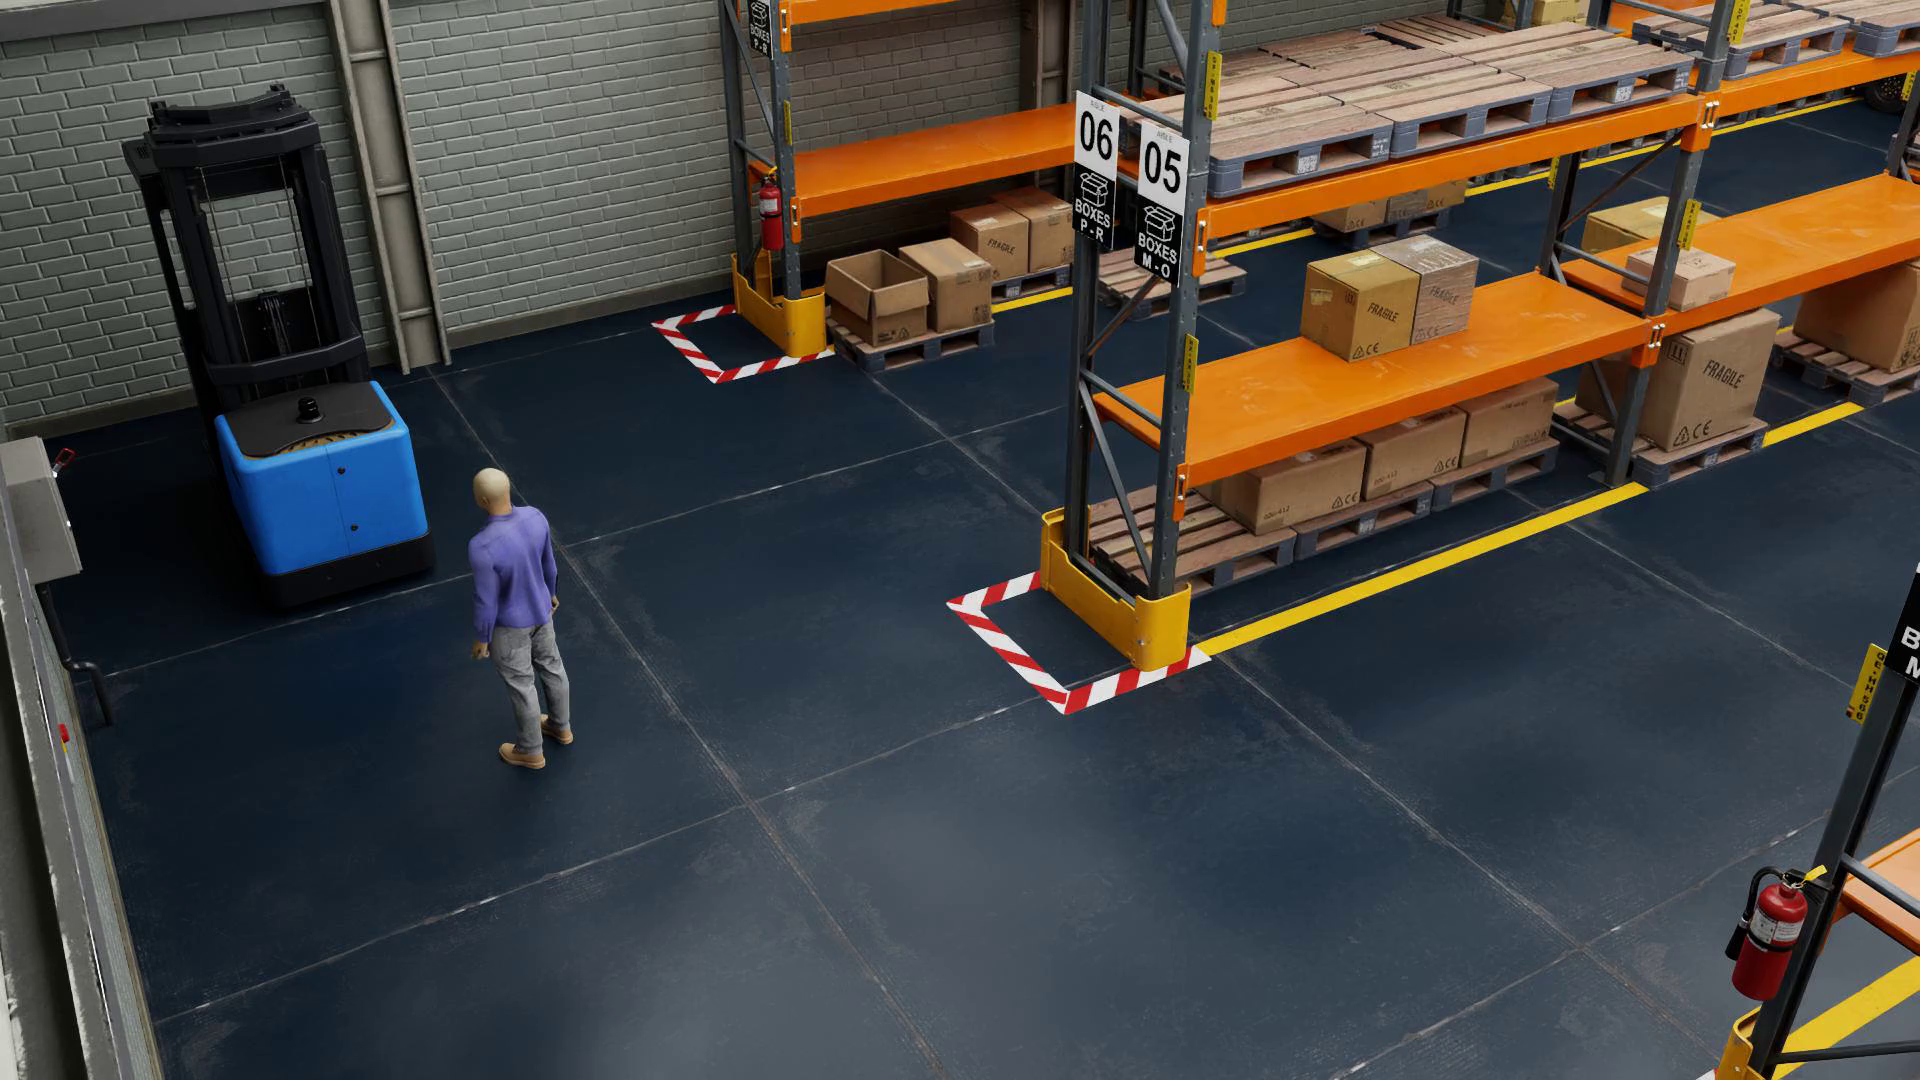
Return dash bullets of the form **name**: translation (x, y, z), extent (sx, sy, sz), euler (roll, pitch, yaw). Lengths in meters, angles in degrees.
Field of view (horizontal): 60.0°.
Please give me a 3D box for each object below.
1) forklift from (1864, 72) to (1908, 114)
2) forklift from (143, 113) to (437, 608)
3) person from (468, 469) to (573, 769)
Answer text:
- **forklift**: translation (11.468, -5.645, 18.244), extent (1.214, 2.155, 2.313), euler (-17, 36, -26)
- **forklift**: translation (-4.289, -1.259, 10.509), extent (1.129, 2.768, 1.873), euler (-17, 36, -26)
- **person**: translation (-2.324, 0.417, 8.814), extent (0.395, 1.799, 0.585), euler (17, 36, 26)
